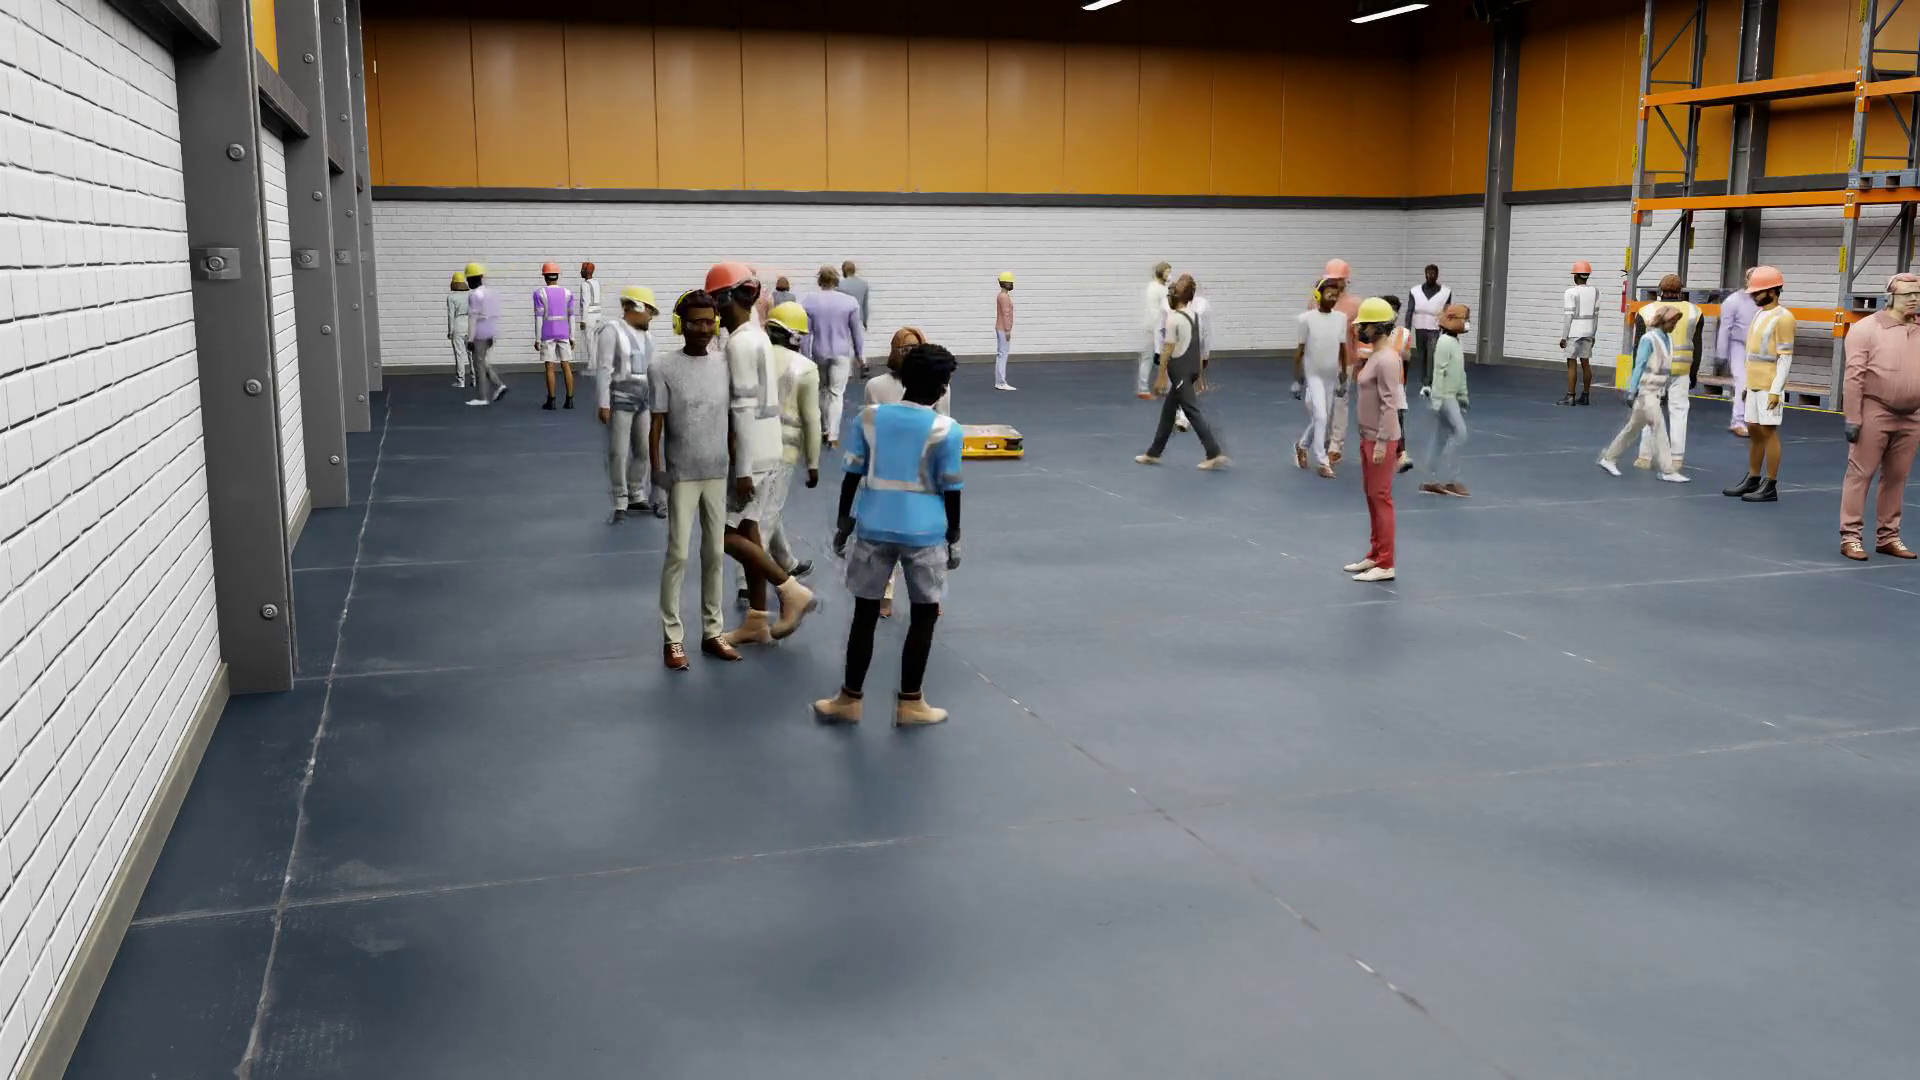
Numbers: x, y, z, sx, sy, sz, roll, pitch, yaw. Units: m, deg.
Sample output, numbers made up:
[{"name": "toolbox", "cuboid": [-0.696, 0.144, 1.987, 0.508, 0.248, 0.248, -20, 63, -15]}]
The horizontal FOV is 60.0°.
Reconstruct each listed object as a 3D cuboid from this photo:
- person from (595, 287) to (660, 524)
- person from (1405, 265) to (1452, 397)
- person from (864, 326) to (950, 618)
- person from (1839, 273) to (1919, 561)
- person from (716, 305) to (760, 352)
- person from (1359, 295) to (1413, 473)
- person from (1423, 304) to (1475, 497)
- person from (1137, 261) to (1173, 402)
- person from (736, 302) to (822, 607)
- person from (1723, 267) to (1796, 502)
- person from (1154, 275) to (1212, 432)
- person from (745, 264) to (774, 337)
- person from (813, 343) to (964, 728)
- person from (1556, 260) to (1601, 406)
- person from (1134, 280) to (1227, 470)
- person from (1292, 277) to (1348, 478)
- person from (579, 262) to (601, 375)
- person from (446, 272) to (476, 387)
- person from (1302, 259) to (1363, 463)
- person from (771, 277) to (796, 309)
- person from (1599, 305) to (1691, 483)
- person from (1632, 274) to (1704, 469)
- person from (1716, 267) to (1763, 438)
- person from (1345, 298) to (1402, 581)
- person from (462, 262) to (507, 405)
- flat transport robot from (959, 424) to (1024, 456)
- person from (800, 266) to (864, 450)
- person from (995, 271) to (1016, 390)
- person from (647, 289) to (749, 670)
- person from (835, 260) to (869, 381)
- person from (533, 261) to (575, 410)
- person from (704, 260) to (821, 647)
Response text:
[{"name": "person", "cuboid": [-2.523, -1.023, 12.680, 0.405, 1.783, 0.662, 5, 11, 27]}, {"name": "person", "cuboid": [6.677, -2.985, 23.775, 0.598, 1.866, 1.009, 5, 11, 25]}, {"name": "person", "cuboid": [-0.292, -0.381, 9.359, 0.500, 1.636, 0.284, -2, 10, -14]}, {"name": "person", "cuboid": [6.201, -0.814, 11.079, 0.636, 1.911, 0.406, -2, 10, -9]}, {"name": "person", "cuboid": [-2.130, -1.630, 15.861, 0.533, 1.890, 0.666, 4, 11, 21]}, {"name": "person", "cuboid": [3.973, -1.456, 15.527, 0.531, 1.639, 0.869, -1, 10, -3]}, {"name": "person", "cuboid": [4.171, -1.162, 13.916, 0.585, 1.610, 0.531, 5, 11, 28]}, {"name": "person", "cuboid": [2.789, -2.829, 22.703, 0.807, 1.913, 0.627, 5, 11, 28]}, {"name": "person", "cuboid": [-1.123, -0.518, 9.827, 0.622, 1.753, 0.966, 5, 11, 27]}, {"name": "person", "cuboid": [6.598, -1.276, 13.697, 0.375, 1.927, 0.543, 0, 10, -1]}, {"name": "person", "cuboid": [2.567, -2.160, 19.235, 0.627, 1.794, 0.977, 4, 10, 20]}, {"name": "person", "cuboid": [-2.470, -2.285, 19.595, 0.637, 1.911, 0.403, 0, 10, -3]}, {"name": "person", "cuboid": [-0.312, -0.014, 7.160, 0.689, 1.660, 0.356, 3, 10, 18]}, {"name": "person", "cuboid": [8.270, -2.761, 22.262, 0.552, 1.937, 0.356, -4, 10, -20]}, {"name": "person", "cuboid": [2.131, -1.559, 15.764, 1.014, 1.791, 0.522, 7, 12, 36]}, {"name": "person", "cuboid": [3.320, -1.516, 15.403, 0.525, 1.832, 0.879, -3, 10, -17]}, {"name": "person", "cuboid": [-6.209, -3.705, 27.895, 0.355, 1.883, 0.574, 2, 10, 10]}, {"name": "person", "cuboid": [-7.616, -3.205, 25.404, 0.310, 1.741, 0.494, 9, 13, 42]}, {"name": "person", "cuboid": [3.613, -1.724, 16.133, 0.649, 1.978, 0.439, 6, 12, 33]}, {"name": "person", "cuboid": [-3.089, -3.763, 28.973, 0.494, 1.624, 0.279, 1, 10, 7]}, {"name": "person", "cuboid": [6.194, -1.333, 15.017, 0.881, 1.587, 0.570, 9, 14, 43]}, {"name": "person", "cuboid": [6.671, -1.586, 15.744, 0.623, 1.844, 0.429, 2, 10, 10]}, {"name": "person", "cuboid": [8.816, -2.070, 18.451, 0.668, 1.880, 0.776, -2, 10, -14]}, {"name": "person", "cuboid": [2.584, -0.621, 10.402, 0.333, 1.764, 0.552, 1, 10, 6]}, {"name": "person", "cuboid": [-6.403, -2.745, 22.222, 0.441, 1.914, 0.619, 1, 10, 8]}, {"name": "flat transport robot", "cuboid": [0.246, -1.031, 17.068, 0.652, 0.197, 1.431, -1, 10, -5]}, {"name": "person", "cuboid": [-1.334, -1.923, 17.528, 0.645, 1.898, 0.952, 1, 10, 7]}, {"name": "person", "cuboid": [0.682, -3.116, 24.819, 0.305, 1.767, 0.533, -1, 10, -7]}, {"name": "person", "cuboid": [-1.295, -0.301, 8.234, 0.535, 1.864, 0.309, -7, 12, -36]}, {"name": "person", "cuboid": [-1.720, -3.467, 26.384, 0.649, 1.928, 0.519, -8, 12, -37]}, {"name": "person", "cuboid": [-5.306, -2.666, 21.721, 0.551, 1.932, 0.376, -7, 12, -34]}, {"name": "person", "cuboid": [-1.070, -0.422, 8.543, 0.551, 2.009, 0.618, 0, 10, 3]}]
